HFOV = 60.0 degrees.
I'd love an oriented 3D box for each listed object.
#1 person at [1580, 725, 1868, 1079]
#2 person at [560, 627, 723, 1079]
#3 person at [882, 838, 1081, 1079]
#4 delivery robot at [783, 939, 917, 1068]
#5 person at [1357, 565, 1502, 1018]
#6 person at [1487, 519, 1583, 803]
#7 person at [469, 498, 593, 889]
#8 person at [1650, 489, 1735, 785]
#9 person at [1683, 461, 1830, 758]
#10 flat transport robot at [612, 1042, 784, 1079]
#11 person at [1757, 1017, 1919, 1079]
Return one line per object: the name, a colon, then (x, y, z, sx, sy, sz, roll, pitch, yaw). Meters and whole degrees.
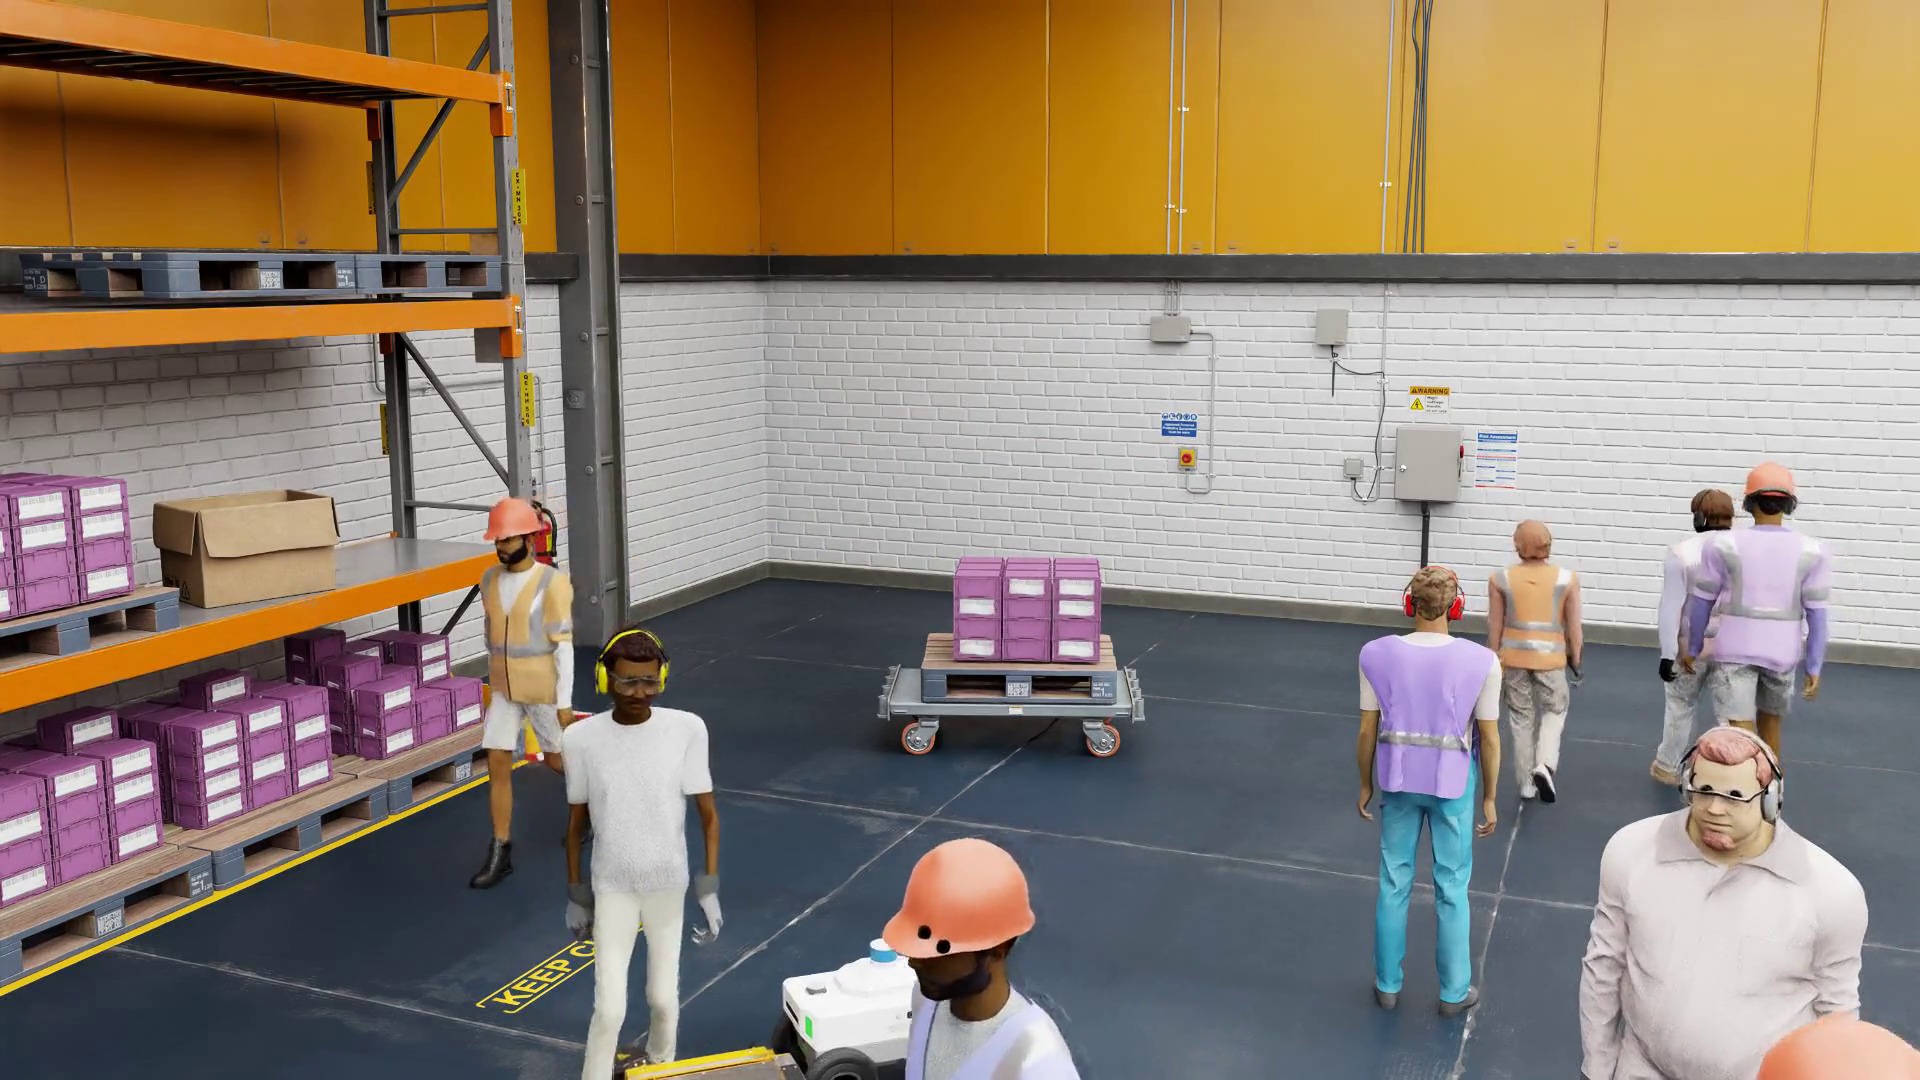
person: (1.896, 1.397, 4.233, 0.652, 1.904, 0.403, 6, 11, 34)
person: (-1.090, 1.198, 5.679, 0.513, 1.847, 0.657, -2, 10, -13)
person: (0.087, 1.515, 3.459, 0.556, 1.923, 0.567, -5, 11, -27)
delivery robot: (-0.276, 1.712, 6.118, 0.707, 0.478, 0.477, -3, 10, -20)
person: (1.879, 1.019, 6.718, 0.563, 1.839, 0.389, 4, 10, 24)
person: (3.201, 0.698, 9.303, 0.534, 1.616, 0.463, 4, 10, 24)
person: (-2.152, 0.715, 8.391, 0.553, 1.903, 0.941, 4, 10, 21)
person: (4.235, 0.619, 9.354, 0.647, 1.792, 0.994, 0, 9, 2)
person: (4.211, 0.581, 8.854, 0.631, 2.000, 0.929, 2, 10, 14)
flat transport robot: (-0.752, 2.012, 5.438, 0.652, 0.197, 1.431, -4, 10, -20)
person: (1.202, 1.664, 2.411, 0.775, 1.972, 0.622, -7, 12, -37)
